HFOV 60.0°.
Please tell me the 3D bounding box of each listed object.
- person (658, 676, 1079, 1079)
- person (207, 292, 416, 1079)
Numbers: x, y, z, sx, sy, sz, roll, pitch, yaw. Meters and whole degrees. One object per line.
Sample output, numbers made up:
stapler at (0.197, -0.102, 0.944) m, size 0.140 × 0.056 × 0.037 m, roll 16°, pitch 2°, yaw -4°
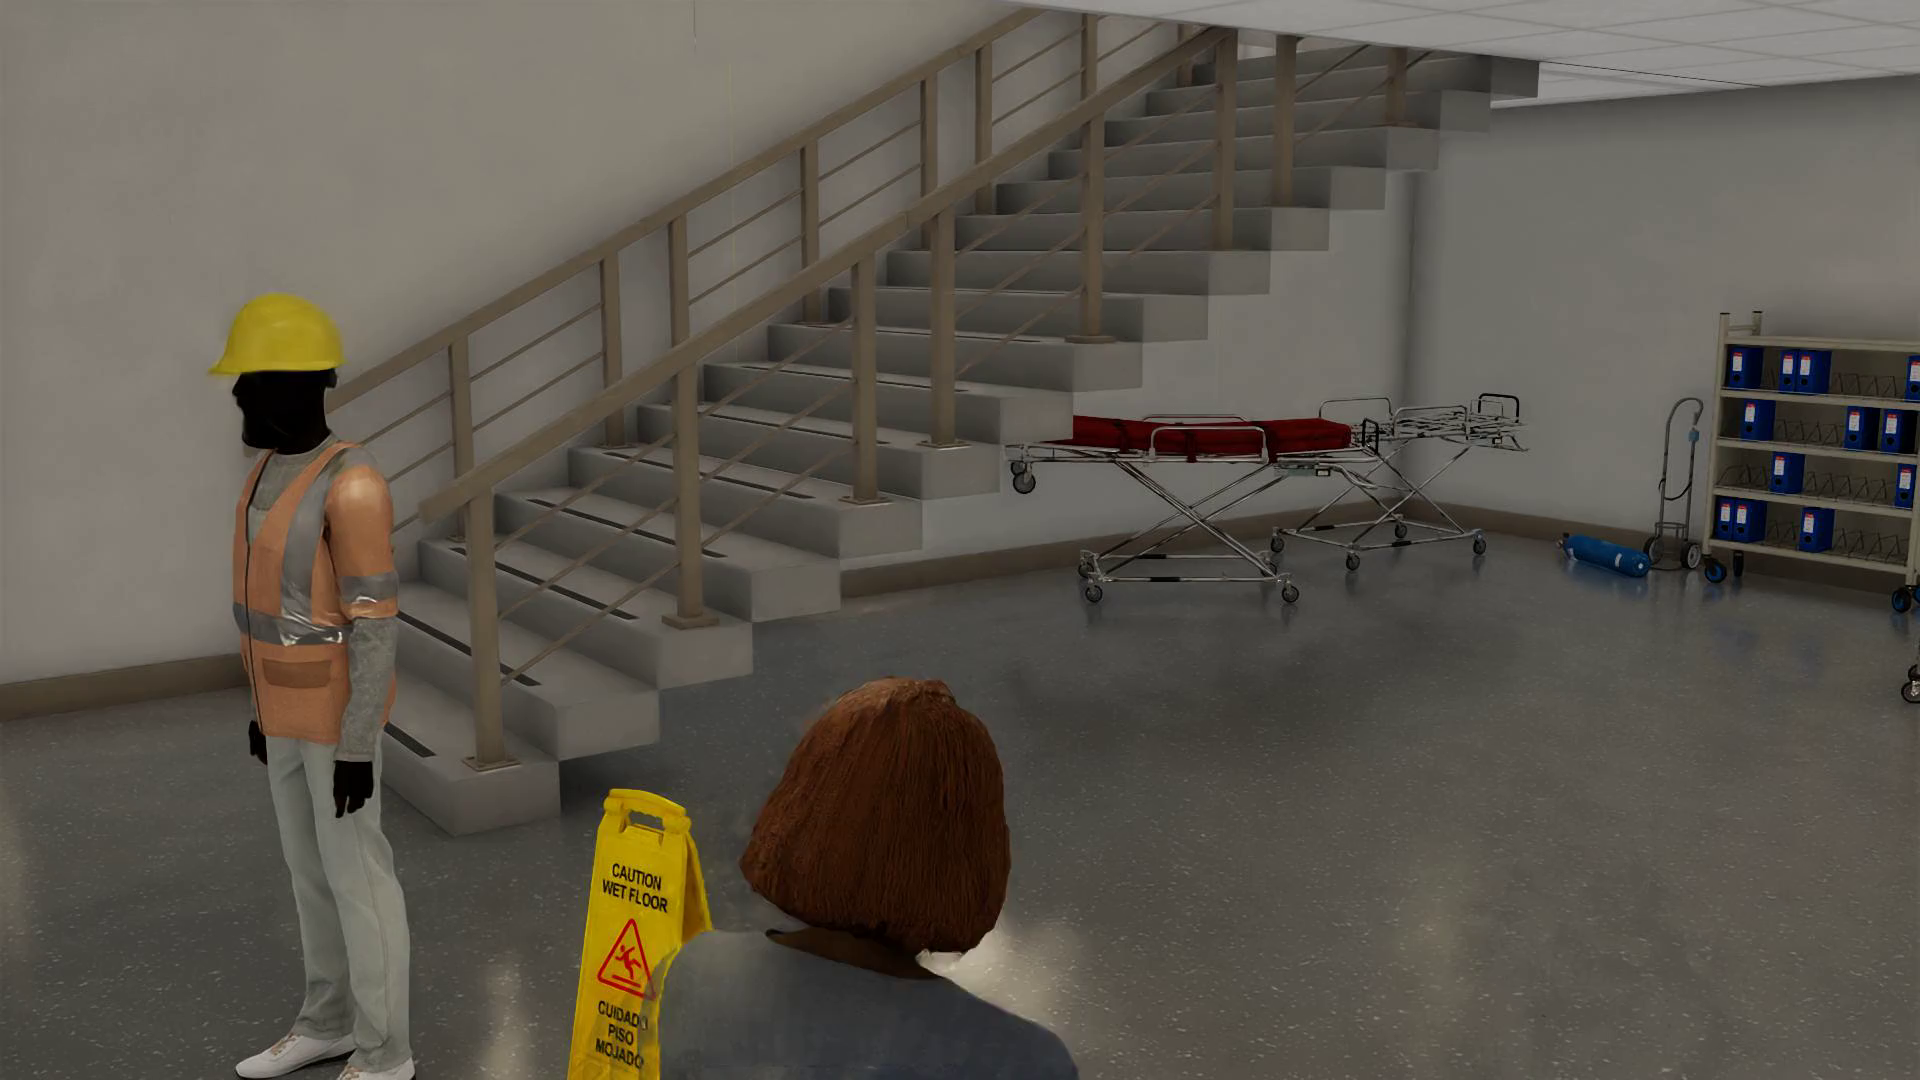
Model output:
person at (-0.134, 0.945, 1.628) m, size 0.515 × 1.617 × 0.487 m, roll 6°, pitch 11°, yaw 30°
person at (-1.517, 0.393, 3.904) m, size 0.587 × 1.929 × 0.360 m, roll 9°, pitch 14°, yaw 43°
